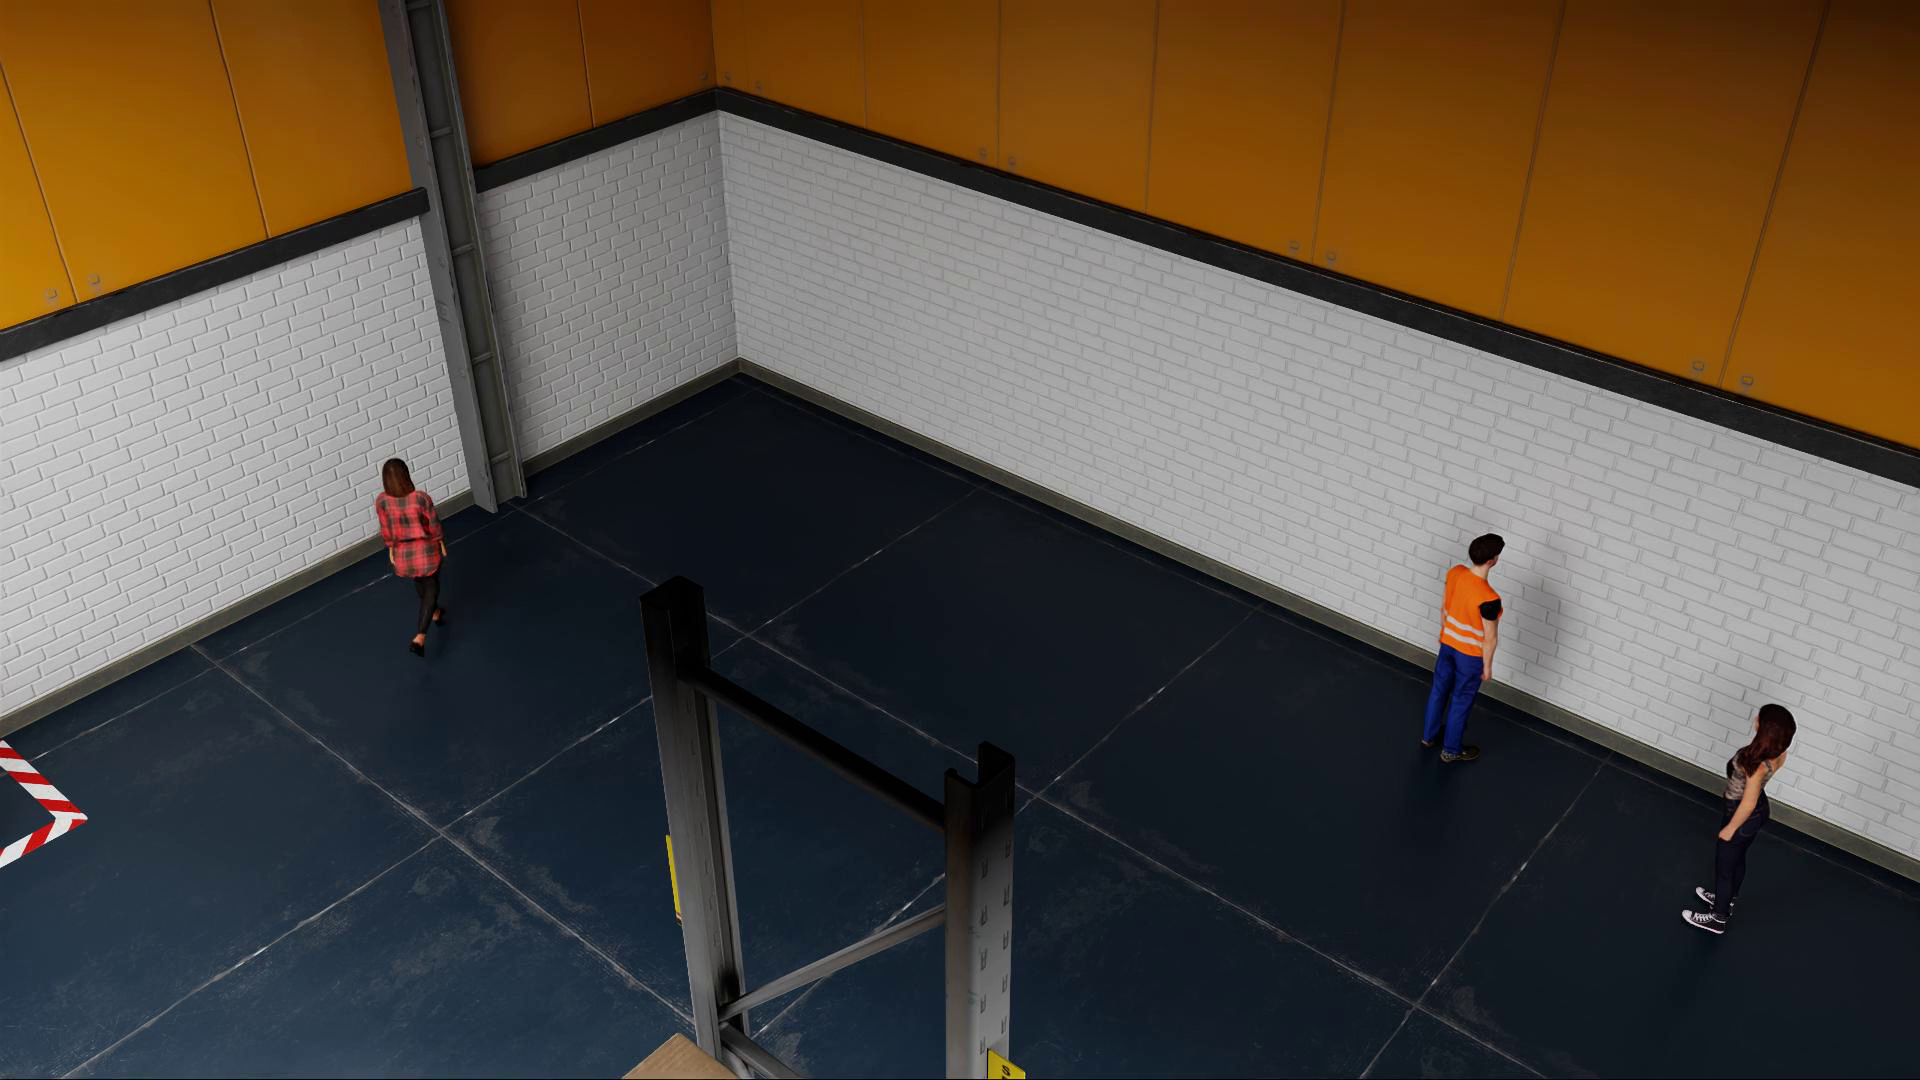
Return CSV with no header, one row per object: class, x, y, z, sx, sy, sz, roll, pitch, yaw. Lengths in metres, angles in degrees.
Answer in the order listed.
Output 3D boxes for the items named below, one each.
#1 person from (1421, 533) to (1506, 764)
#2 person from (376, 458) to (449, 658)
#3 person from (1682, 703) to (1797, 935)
person,3.614,0.771,11.925,0.767,1.889,0.774,-16,37,-22
person,-4.281,0.149,13.057,1.023,1.673,1.159,2,34,3
person,4.977,1.758,10.549,0.662,1.770,0.458,26,41,33
